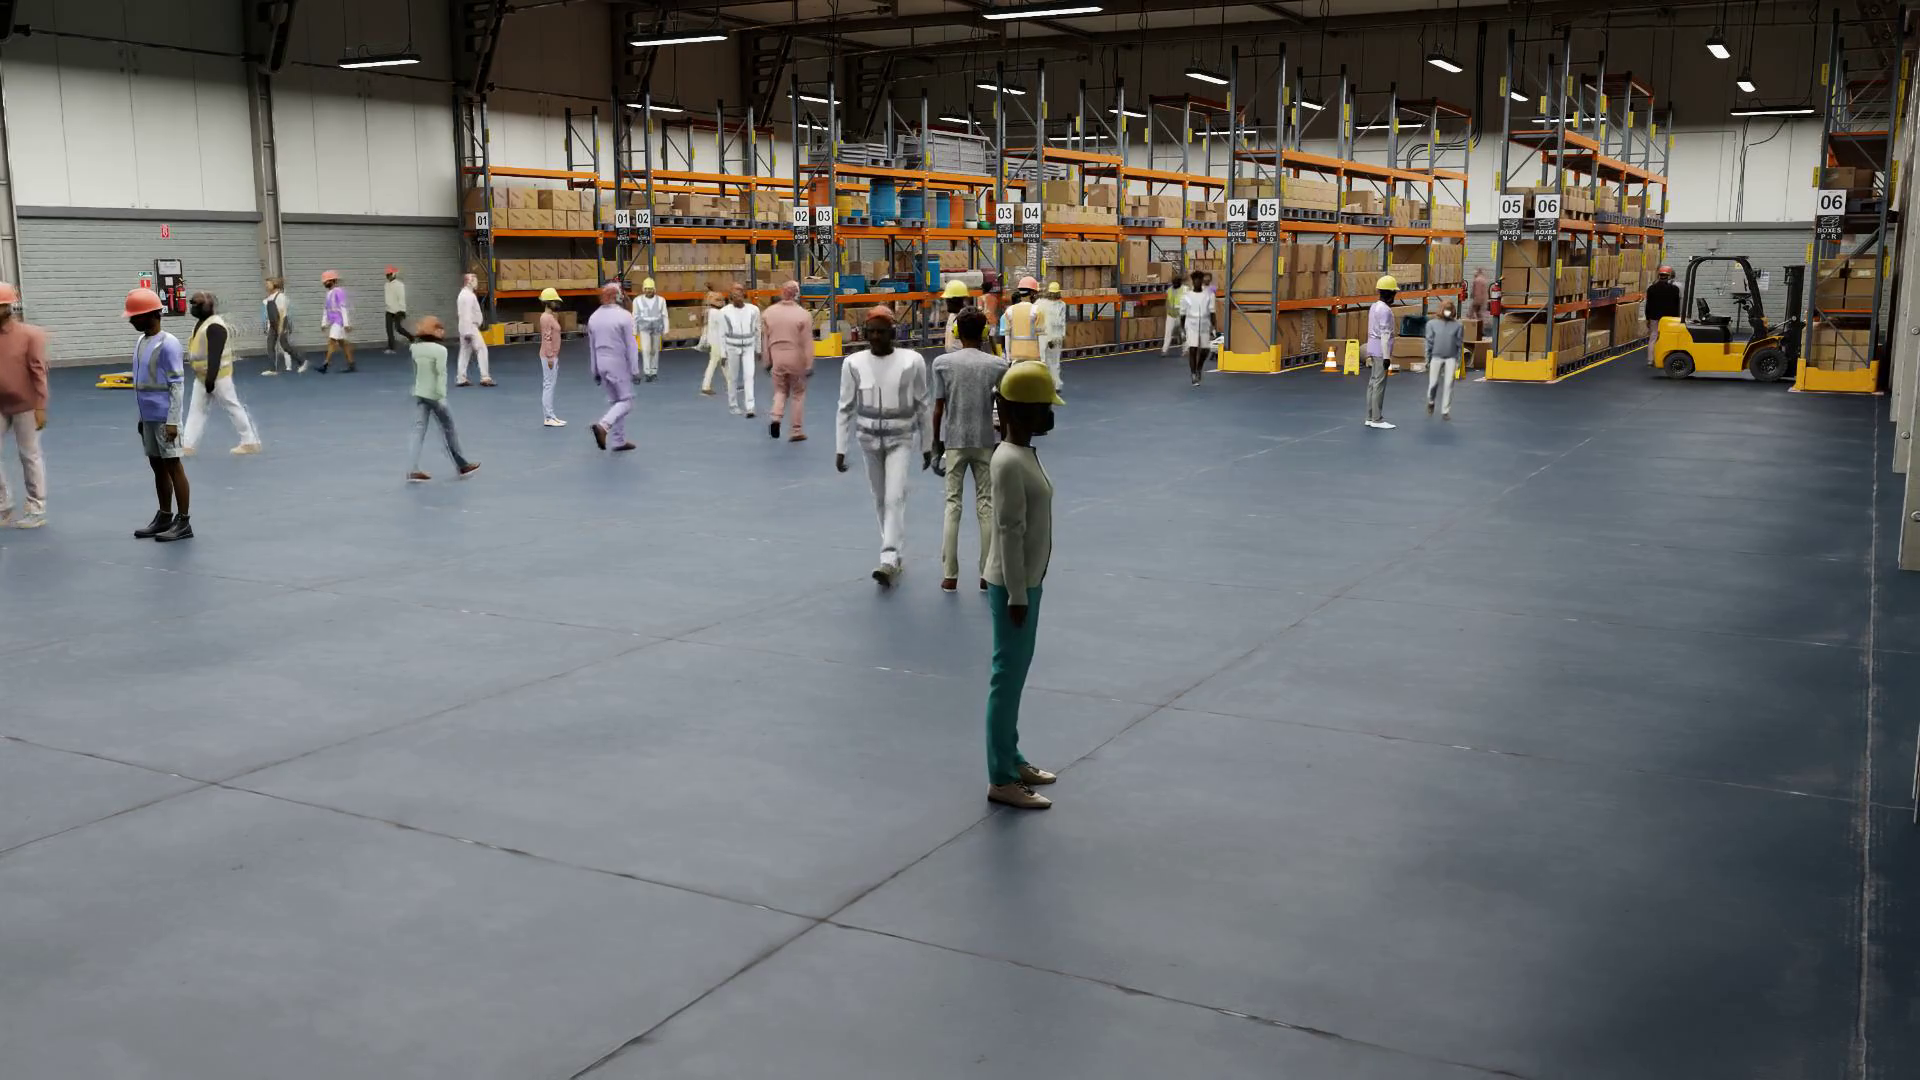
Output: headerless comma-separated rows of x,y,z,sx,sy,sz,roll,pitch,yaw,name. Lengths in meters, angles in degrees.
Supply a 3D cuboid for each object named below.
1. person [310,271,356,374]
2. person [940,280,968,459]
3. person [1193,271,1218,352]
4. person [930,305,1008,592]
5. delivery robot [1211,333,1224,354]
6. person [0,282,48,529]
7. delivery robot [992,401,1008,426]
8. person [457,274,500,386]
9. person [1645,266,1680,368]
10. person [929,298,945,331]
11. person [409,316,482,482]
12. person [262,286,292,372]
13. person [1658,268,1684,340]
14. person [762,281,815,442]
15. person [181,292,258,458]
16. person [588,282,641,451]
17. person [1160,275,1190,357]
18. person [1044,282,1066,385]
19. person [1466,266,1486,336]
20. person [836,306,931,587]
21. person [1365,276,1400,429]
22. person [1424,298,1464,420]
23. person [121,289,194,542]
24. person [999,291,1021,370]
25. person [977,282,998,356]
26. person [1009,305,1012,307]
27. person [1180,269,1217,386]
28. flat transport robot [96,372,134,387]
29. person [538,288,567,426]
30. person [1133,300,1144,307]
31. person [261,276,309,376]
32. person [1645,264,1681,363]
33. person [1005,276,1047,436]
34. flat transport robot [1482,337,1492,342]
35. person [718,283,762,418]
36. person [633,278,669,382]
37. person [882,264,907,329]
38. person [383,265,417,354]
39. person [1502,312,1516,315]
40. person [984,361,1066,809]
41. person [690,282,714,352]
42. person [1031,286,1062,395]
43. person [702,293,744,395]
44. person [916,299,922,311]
-11.679,-4.022,30.803,0.947,1.889,0.575,-9,13,-42,person
-0.017,-1.831,17.904,0.391,1.925,0.627,-3,10,-17,person
5.511,-5.122,37.405,0.580,1.832,0.445,0,10,-1,person
0.059,-0.583,10.794,0.513,1.861,0.314,0,10,-2,person
5.544,-4.111,34.981,0.477,0.478,0.707,6,11,30,delivery robot
-7.541,-1.050,13.176,0.620,1.979,0.560,0,10,-1,person
0.591,-1.599,20.261,0.477,0.478,0.707,4,11,24,delivery robot
-8.067,-3.491,27.776,0.808,1.877,0.655,-4,11,-24,person
13.591,-4.299,32.191,0.605,1.986,0.402,8,12,38,person
-0.695,-6.961,48.142,0.549,1.851,0.404,4,11,23,person
-5.091,-1.381,16.215,0.521,1.581,0.847,6,11,30,person
-12.867,-3.989,31.369,0.522,1.640,0.306,-6,11,-31,person
16.152,-5.256,38.002,0.636,1.916,0.883,4,11,25,person
-1.991,-2.086,19.500,0.662,1.884,0.459,4,10,20,person
-8.124,-1.780,18.012,0.981,1.788,0.639,-9,13,-42,person
-3.843,-1.899,18.398,0.656,1.888,0.672,7,12,36,person
4.698,-4.837,35.954,0.606,1.789,0.953,5,11,29,person
1.575,-3.490,28.166,0.483,1.735,0.311,-3,10,-15,person
14.075,-6.545,45.602,0.767,1.881,0.684,6,11,30,person
-0.533,-0.619,11.036,0.608,1.836,0.952,2,10,12,person
5.360,-2.378,21.091,0.370,1.925,0.595,0,10,0,person
6.440,-2.404,22.149,0.500,1.621,0.394,1,10,8,person
-6.151,-0.949,12.726,0.543,1.927,0.375,8,12,38,person
0.800,-2.576,22.925,0.535,1.699,0.318,-3,10,-18,person
0.516,-4.419,33.836,0.596,1.643,0.712,-9,13,-43,person
1.382,-5.201,37.698,0.631,1.915,0.809,4,10,22,person
4.005,-3.581,28.054,0.631,1.950,0.658,-1,10,-3,person
-13.732,-2.700,27.822,0.652,0.197,1.431,1,10,5,flat transport robot
-5.243,-2.344,21.359,0.302,1.772,0.523,-1,10,-8,person
5.208,-6.816,47.575,0.532,1.750,0.487,3,10,15,person
-12.406,-3.917,30.422,0.515,1.822,0.827,7,12,36,person
14.315,-4.636,33.983,0.696,2.000,0.598,9,13,43,person
0.813,-2.220,20.170,0.543,1.928,0.372,5,11,28,person
12.767,-4.750,39.825,0.652,0.197,1.431,3,10,16,flat transport robot
-2.972,-2.562,22.530,0.616,1.814,1.022,-3,10,-15,person
-5.377,-3.650,28.952,0.611,1.782,0.913,-3,10,-18,person
-1.841,-6.634,45.866,0.627,1.992,1.078,4,10,21,person
-12.609,-5.158,37.242,0.621,1.974,0.741,6,12,33,person
13.192,-5.562,39.897,0.327,1.874,0.517,-2,10,-14,person
0.259,0.172,6.642,0.316,1.766,0.533,1,10,8,person
-5.713,-5.047,37.683,0.872,1.585,0.544,-4,11,-25,person
1.234,-3.123,25.945,0.786,1.767,0.622,0,10,1,person
-3.723,-3.076,26.154,0.839,1.593,0.513,-5,11,-25,person
-1.281,-7.705,52.309,0.589,1.919,0.393,4,11,24,person
